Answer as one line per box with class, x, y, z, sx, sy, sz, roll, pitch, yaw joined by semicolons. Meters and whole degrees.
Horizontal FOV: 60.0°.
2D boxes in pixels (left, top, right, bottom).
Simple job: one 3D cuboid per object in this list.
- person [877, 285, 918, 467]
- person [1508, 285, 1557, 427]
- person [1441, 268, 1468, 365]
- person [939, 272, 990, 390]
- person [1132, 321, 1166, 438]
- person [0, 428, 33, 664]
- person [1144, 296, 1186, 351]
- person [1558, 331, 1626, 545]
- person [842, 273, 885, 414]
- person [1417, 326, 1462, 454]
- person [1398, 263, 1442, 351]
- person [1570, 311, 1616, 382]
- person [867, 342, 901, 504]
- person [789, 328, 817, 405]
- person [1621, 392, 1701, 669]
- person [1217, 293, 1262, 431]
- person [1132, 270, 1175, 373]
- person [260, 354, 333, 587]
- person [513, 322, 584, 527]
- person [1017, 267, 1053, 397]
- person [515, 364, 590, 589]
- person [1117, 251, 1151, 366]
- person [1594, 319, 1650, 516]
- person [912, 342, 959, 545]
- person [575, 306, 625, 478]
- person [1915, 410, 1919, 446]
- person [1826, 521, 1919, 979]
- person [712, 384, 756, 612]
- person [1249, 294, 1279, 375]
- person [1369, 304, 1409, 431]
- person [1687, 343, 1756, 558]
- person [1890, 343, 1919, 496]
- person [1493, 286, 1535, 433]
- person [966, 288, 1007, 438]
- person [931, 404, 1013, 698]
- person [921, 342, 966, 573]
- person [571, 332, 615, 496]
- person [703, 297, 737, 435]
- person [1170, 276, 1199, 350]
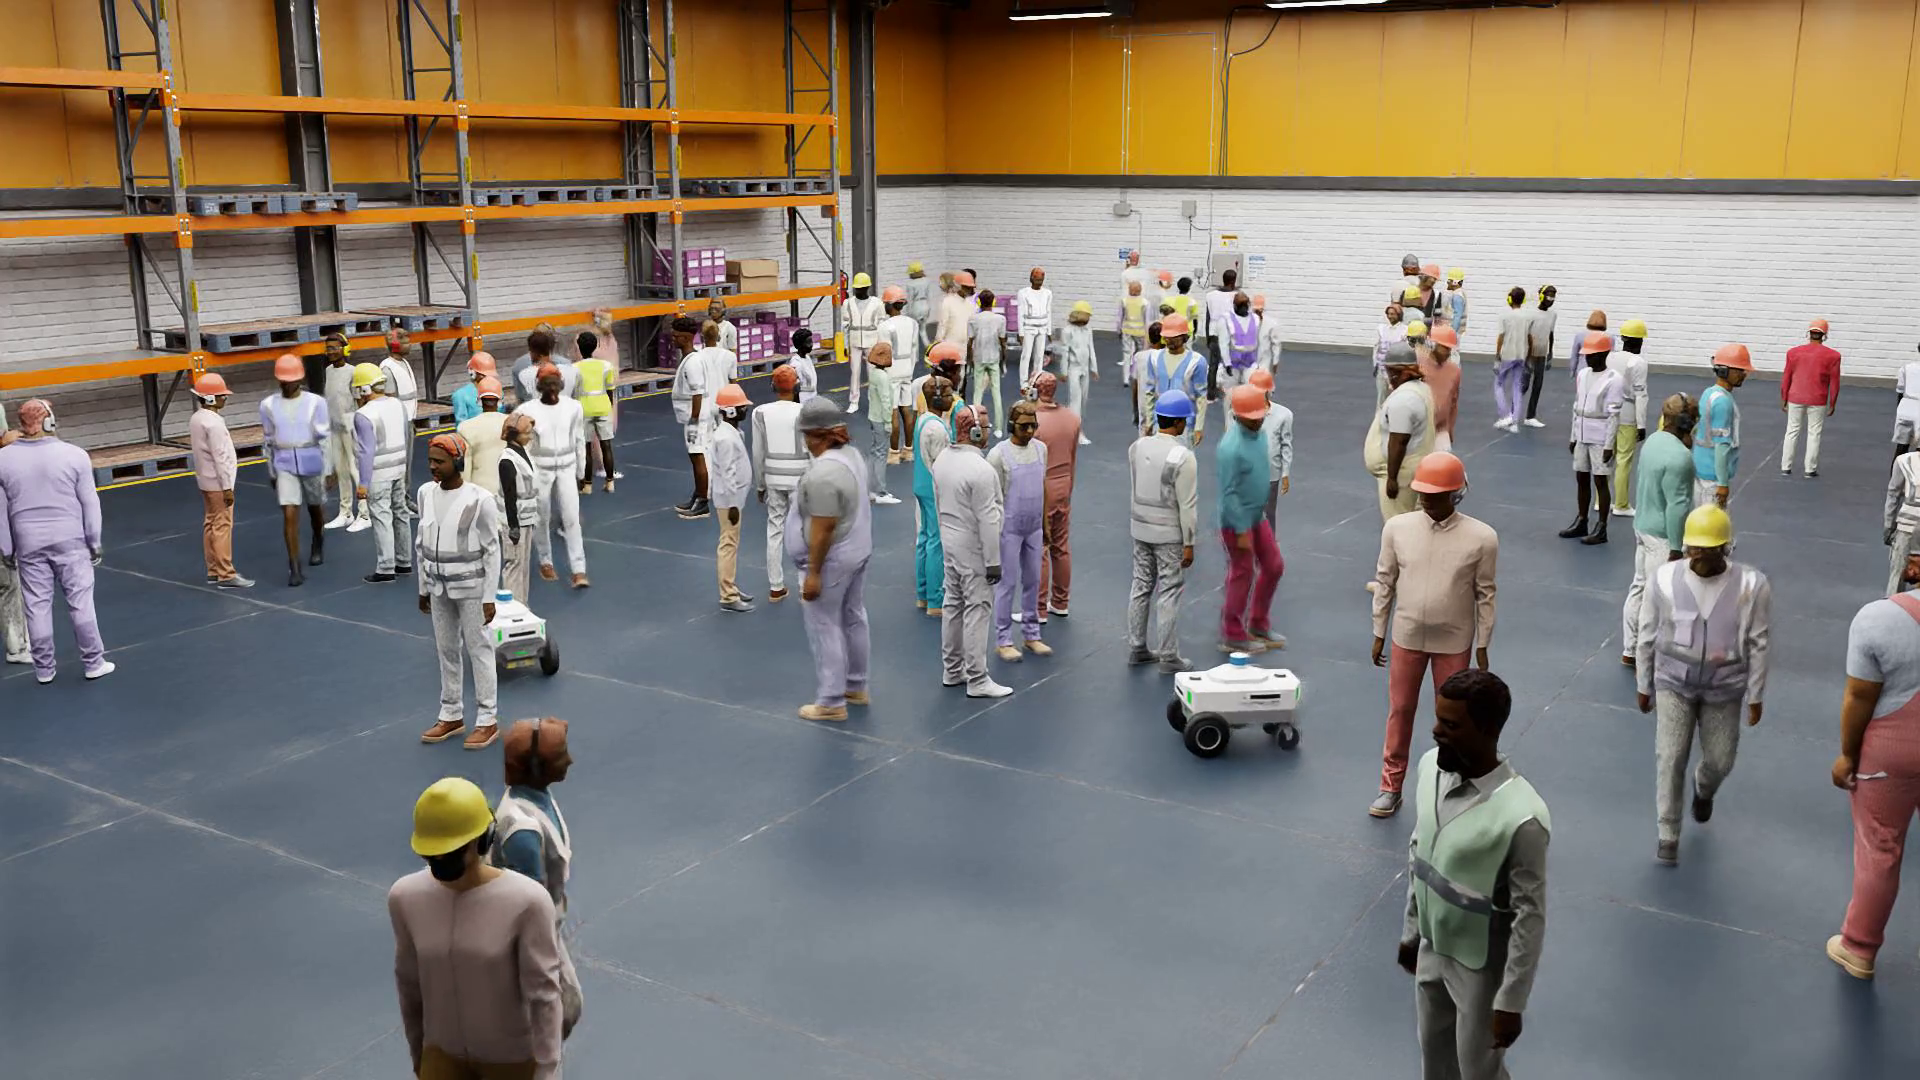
person;-0.742;-1.853;18.840;0.372;2.044;0.608;10;16;36
person;7.426;-2.373;21.524;0.557;1.849;0.442;-4;14;-18
person;7.397;-3.161;24.974;0.404;1.831;0.600;4;13;16
person;-0.028;-3.050;24.559;0.898;1.809;0.519;-4;14;-18
person;1.946;-1.260;16.684;0.521;1.857;0.341;12;18;43
person;-6.561;0.037;11.525;0.310;1.640;0.514;-4;14;-16
person;2.584;-2.202;20.986;0.536;1.745;0.367;4;13;16
person;5.720;-0.927;15.074;0.382;1.928;0.545;-5;14;-21
person;-1.311;-2.676;22.670;0.589;1.923;0.383;2;13;8
person;4.374;-1.013;15.439;0.656;1.921;1.061;-2;13;-11
person;6.326;-2.833;23.162;0.802;2.022;0.461;-2;13;-9
person;7.892;-2.069;20.805;0.510;1.585;0.894;5;14;22
person;-0.787;-1.188;16.850;0.285;1.633;0.497;-4;14;-17
person;-1.683;-1.410;17.696;0.319;1.690;0.539;2;13;8
person;4.704;-0.025;11.144;0.369;1.936;0.630;1;13;4
person;3.537;-2.177;20.791;0.638;1.800;0.922;-3;13;-13
person;3.155;-3.405;26.293;0.875;1.716;0.573;-2;13;-7
person;-5.502;-0.628;13.885;0.546;1.899;0.954;-4;13;-15
person;-3.889;-1.083;15.728;0.627;1.941;0.371;4;14;16
person;1.097;-3.040;24.330;0.575;1.887;0.362;-7;15;-28
person;-3.282;-0.507;13.471;0.585;1.827;0.979;-7;15;-27
person;2.885;-3.882;27.940;0.644;1.907;0.400;-10;16;-36
person;6.477;-1.193;16.229;0.366;1.926;0.593;-5;14;-21
person;-0.197;-0.837;14.812;0.534;1.869;0.311;-10;16;-36
person;-4.002;-1.623;18.202;0.676;1.892;0.656;5;14;22
person;9.464;-1.028;15.939;0.537;1.729;0.546;5;14;22
person;4.041;0.867;7.044;0.678;2.000;0.536;2;13;10
person;-1.749;-0.331;12.861;0.324;1.755;0.560;-1;13;-6
person;3.801;-2.315;21.560;0.577;1.707;0.862;6;14;25
person;5.484;-2.170;21.106;0.522;1.638;0.316;9;16;35
person;5.982;-0.532;13.116;0.374;2.039;0.612;3;13;13
person;9.772;-1.237;16.949;0.319;1.687;0.538;-6;14;-24
person;7.027;-2.305;21.220;0.553;1.849;0.537;-2;13;-9
person;0.331;-2.197;20.747;0.505;1.860;0.321;-1;13;-4
person;0.086;0.070;10.794;0.410;1.909;0.643;-8;15;-30
person;-0.139;-0.616;13.578;0.379;1.996;0.610;-3;13;-14
person;-3.816;-1.303;17.210;0.531;1.697;0.322;-9;16;-34
person;-2.865;-1.960;19.736;0.505;1.846;0.346;8;15;31
person;3.355;-3.156;25.258;0.555;1.684;0.398;4;14;17
